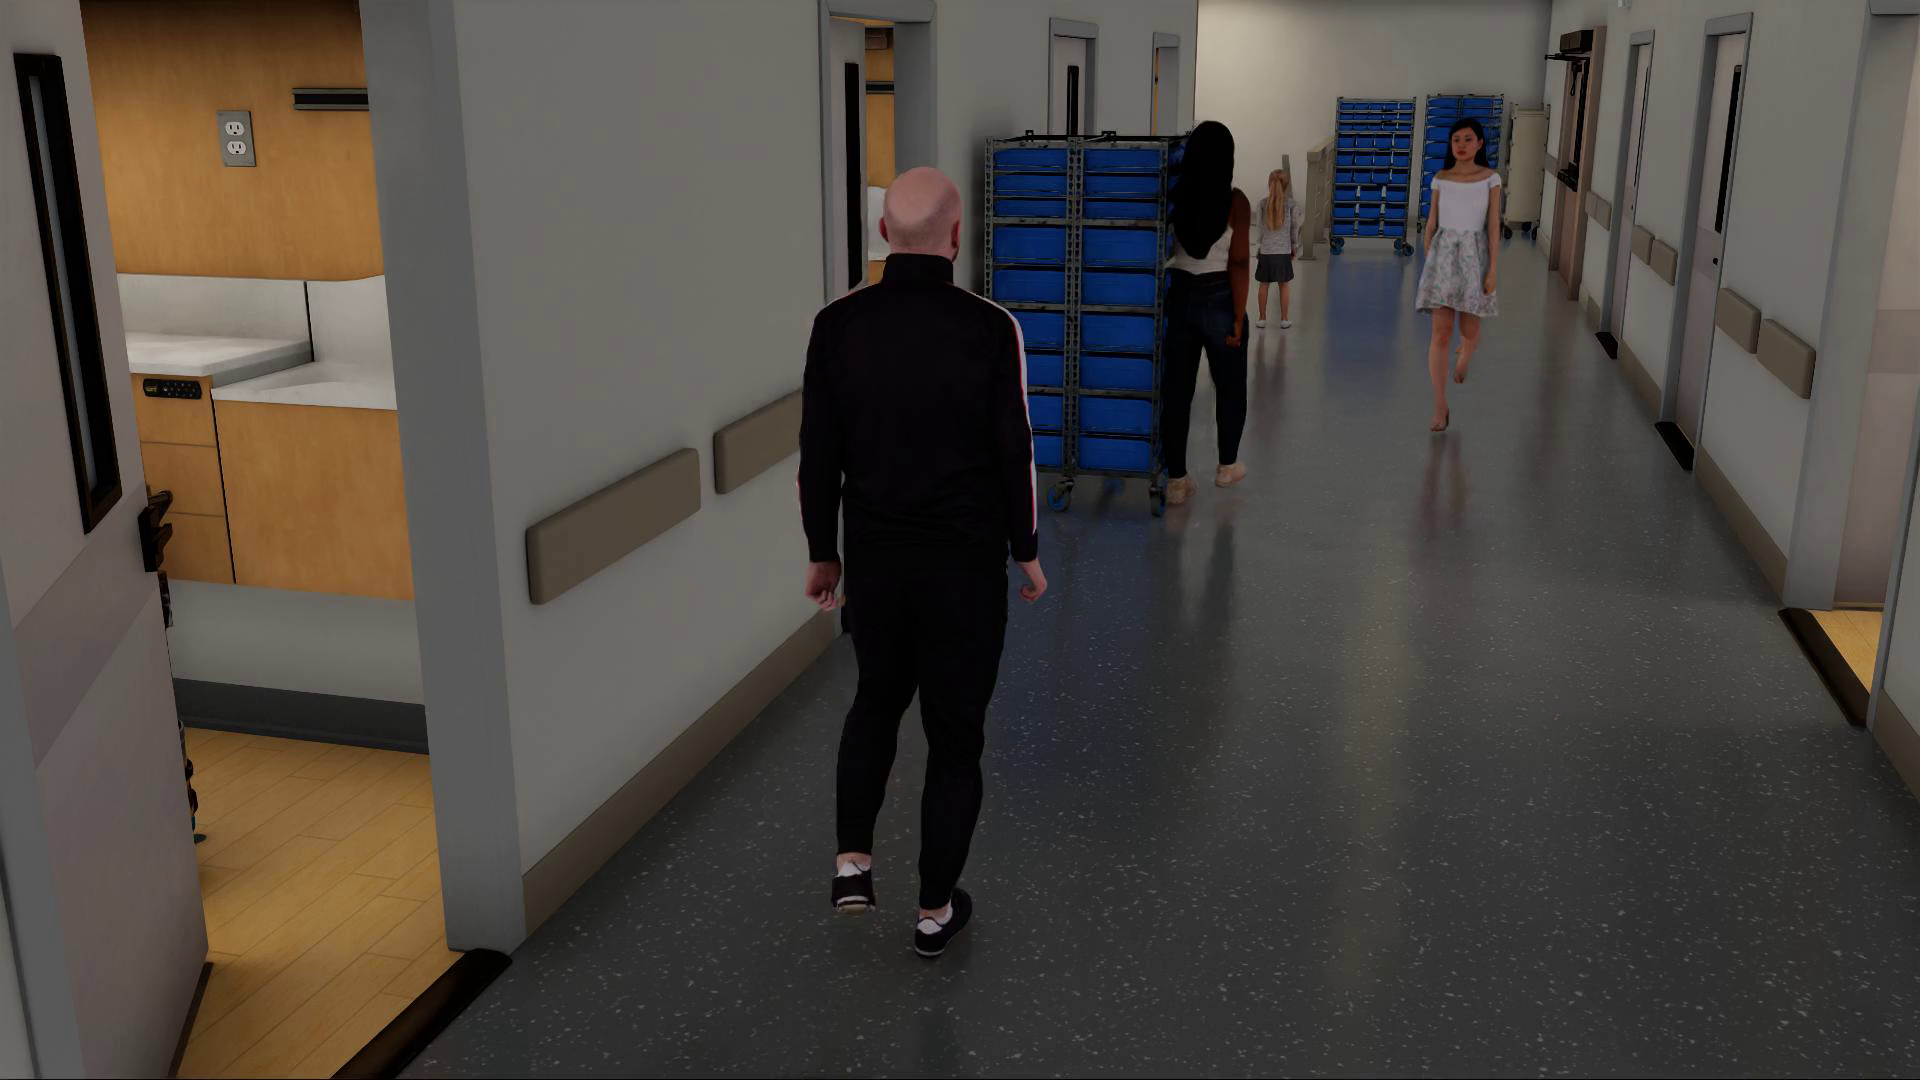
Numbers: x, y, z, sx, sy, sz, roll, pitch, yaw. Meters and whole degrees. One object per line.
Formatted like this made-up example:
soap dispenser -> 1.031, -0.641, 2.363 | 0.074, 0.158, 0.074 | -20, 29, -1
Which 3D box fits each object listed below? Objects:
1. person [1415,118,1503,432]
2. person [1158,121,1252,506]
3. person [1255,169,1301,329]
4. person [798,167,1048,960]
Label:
person -> 2.908, -1.528, 9.658 | 0.678, 1.751, 1.070 | 6, 17, 21
person -> 1.105, -1.041, 7.863 | 0.680, 1.788, 0.862 | 6, 17, 20
person -> 2.571, -2.374, 13.526 | 0.512, 1.274, 0.530 | 3, 16, 10
person -> -0.105, 0.113, 3.702 | 0.688, 1.824, 0.703 | 5, 16, 16
